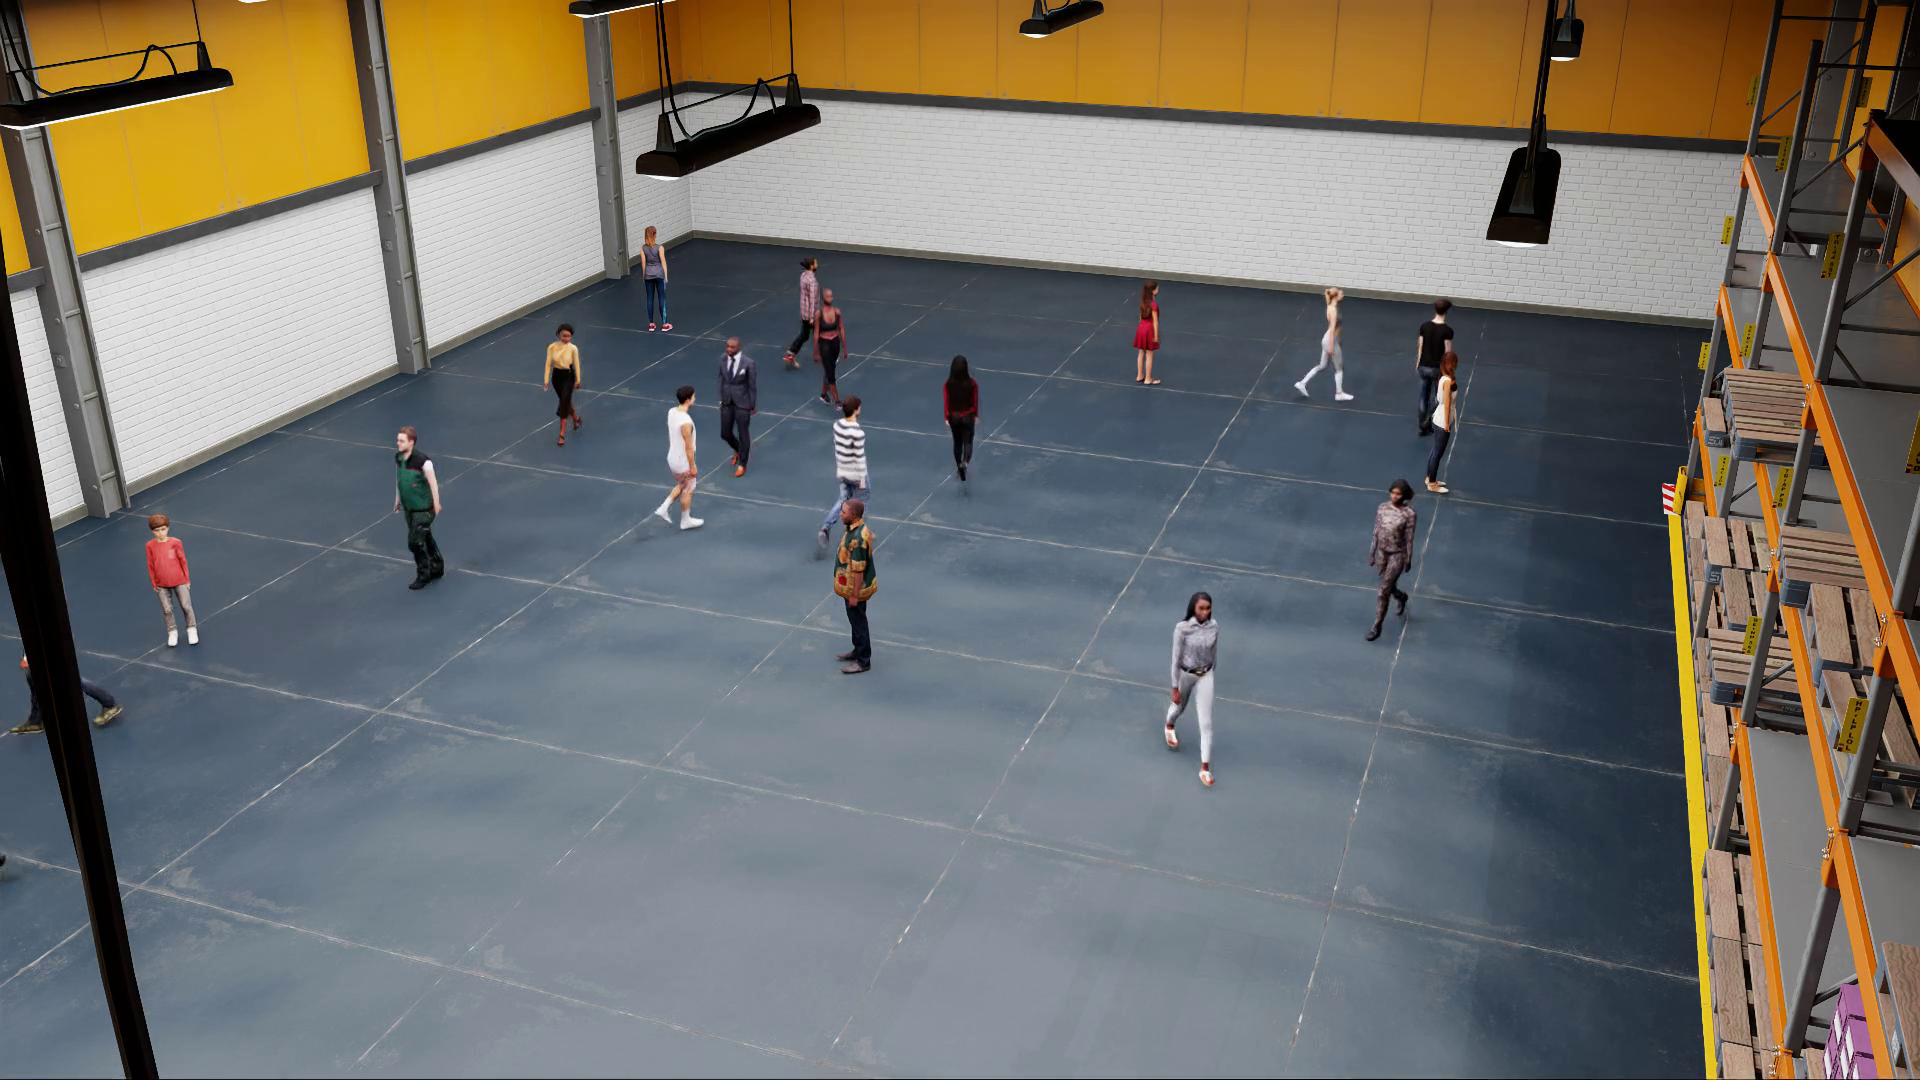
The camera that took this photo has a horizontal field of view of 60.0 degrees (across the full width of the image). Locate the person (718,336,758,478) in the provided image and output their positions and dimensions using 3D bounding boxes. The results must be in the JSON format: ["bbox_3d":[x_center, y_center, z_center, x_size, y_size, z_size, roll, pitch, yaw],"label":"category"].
[{"bbox_3d":[-2.826,-1.753,21.278,0.691,1.814,0.701,9,25,19],"label":"person"}]

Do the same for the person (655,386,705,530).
[{"bbox_3d":[-3.322,-0.915,19.428,0.957,1.761,0.893,-13,27,-27],"label":"person"}]

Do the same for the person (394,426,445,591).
[{"bbox_3d":[-5.855,-0.399,18.168,0.756,1.825,0.865,17,29,34],"label":"person"}]

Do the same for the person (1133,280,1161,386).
[{"bbox_3d":[2.784,-3.090,24.665,0.741,1.553,0.681,-13,27,-28],"label":"person"}]

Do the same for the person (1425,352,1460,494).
[{"bbox_3d":[5.999,-1.480,20.691,0.687,1.785,0.508,5,24,11],"label":"person"}]

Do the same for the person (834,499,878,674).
[{"bbox_3d":[-1.021,0.430,16.294,0.879,1.808,0.782,-5,24,-10],"label":"person"}]

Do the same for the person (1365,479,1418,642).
[{"bbox_3d":[4.460,0.163,17.051,0.872,1.690,1.175,20,31,39],"label":"person"}]

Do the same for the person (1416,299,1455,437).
[{"bbox_3d":[6.336,-2.290,22.424,0.763,1.881,0.790,16,28,33],"label":"person"}]

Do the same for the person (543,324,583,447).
[{"bbox_3d":[-5.300,-2.122,22.391,0.707,1.599,1.073,4,24,9],"label":"person"}]

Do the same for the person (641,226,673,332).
[{"bbox_3d":[-4.983,-4.274,27.159,0.602,1.724,0.594,3,24,7],"label":"person"}]

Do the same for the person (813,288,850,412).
[{"bbox_3d":[-1.893,-2.733,23.634,1.124,1.723,1.132,-13,27,-28],"label":"person"}]

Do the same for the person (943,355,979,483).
[{"bbox_3d":[0.032,-1.484,20.884,0.743,1.638,0.967,1,24,2],"label":"person"}]

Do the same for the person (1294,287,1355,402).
[{"bbox_3d":[5.239,-2.807,23.863,0.862,1.675,1.075,0,24,0],"label":"person"}]

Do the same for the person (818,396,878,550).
[{"bbox_3d":[-1.307,-0.730,18.921,0.910,1.829,1.125,21,31,40],"label":"person"}]

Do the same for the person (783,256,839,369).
[{"bbox_3d":[-2.335,-3.442,25.220,1.207,1.753,1.116,-13,27,-27],"label":"person"}]

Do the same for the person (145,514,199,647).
[{"bbox_3d":[-8.004,0.398,16.859,0.591,1.414,0.631,-7,25,-15],"label":"person"}]

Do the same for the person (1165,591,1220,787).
[{"bbox_3d":[2.012,1.222,14.640,1.000,1.680,1.267,-4,24,-8],"label":"person"}]
